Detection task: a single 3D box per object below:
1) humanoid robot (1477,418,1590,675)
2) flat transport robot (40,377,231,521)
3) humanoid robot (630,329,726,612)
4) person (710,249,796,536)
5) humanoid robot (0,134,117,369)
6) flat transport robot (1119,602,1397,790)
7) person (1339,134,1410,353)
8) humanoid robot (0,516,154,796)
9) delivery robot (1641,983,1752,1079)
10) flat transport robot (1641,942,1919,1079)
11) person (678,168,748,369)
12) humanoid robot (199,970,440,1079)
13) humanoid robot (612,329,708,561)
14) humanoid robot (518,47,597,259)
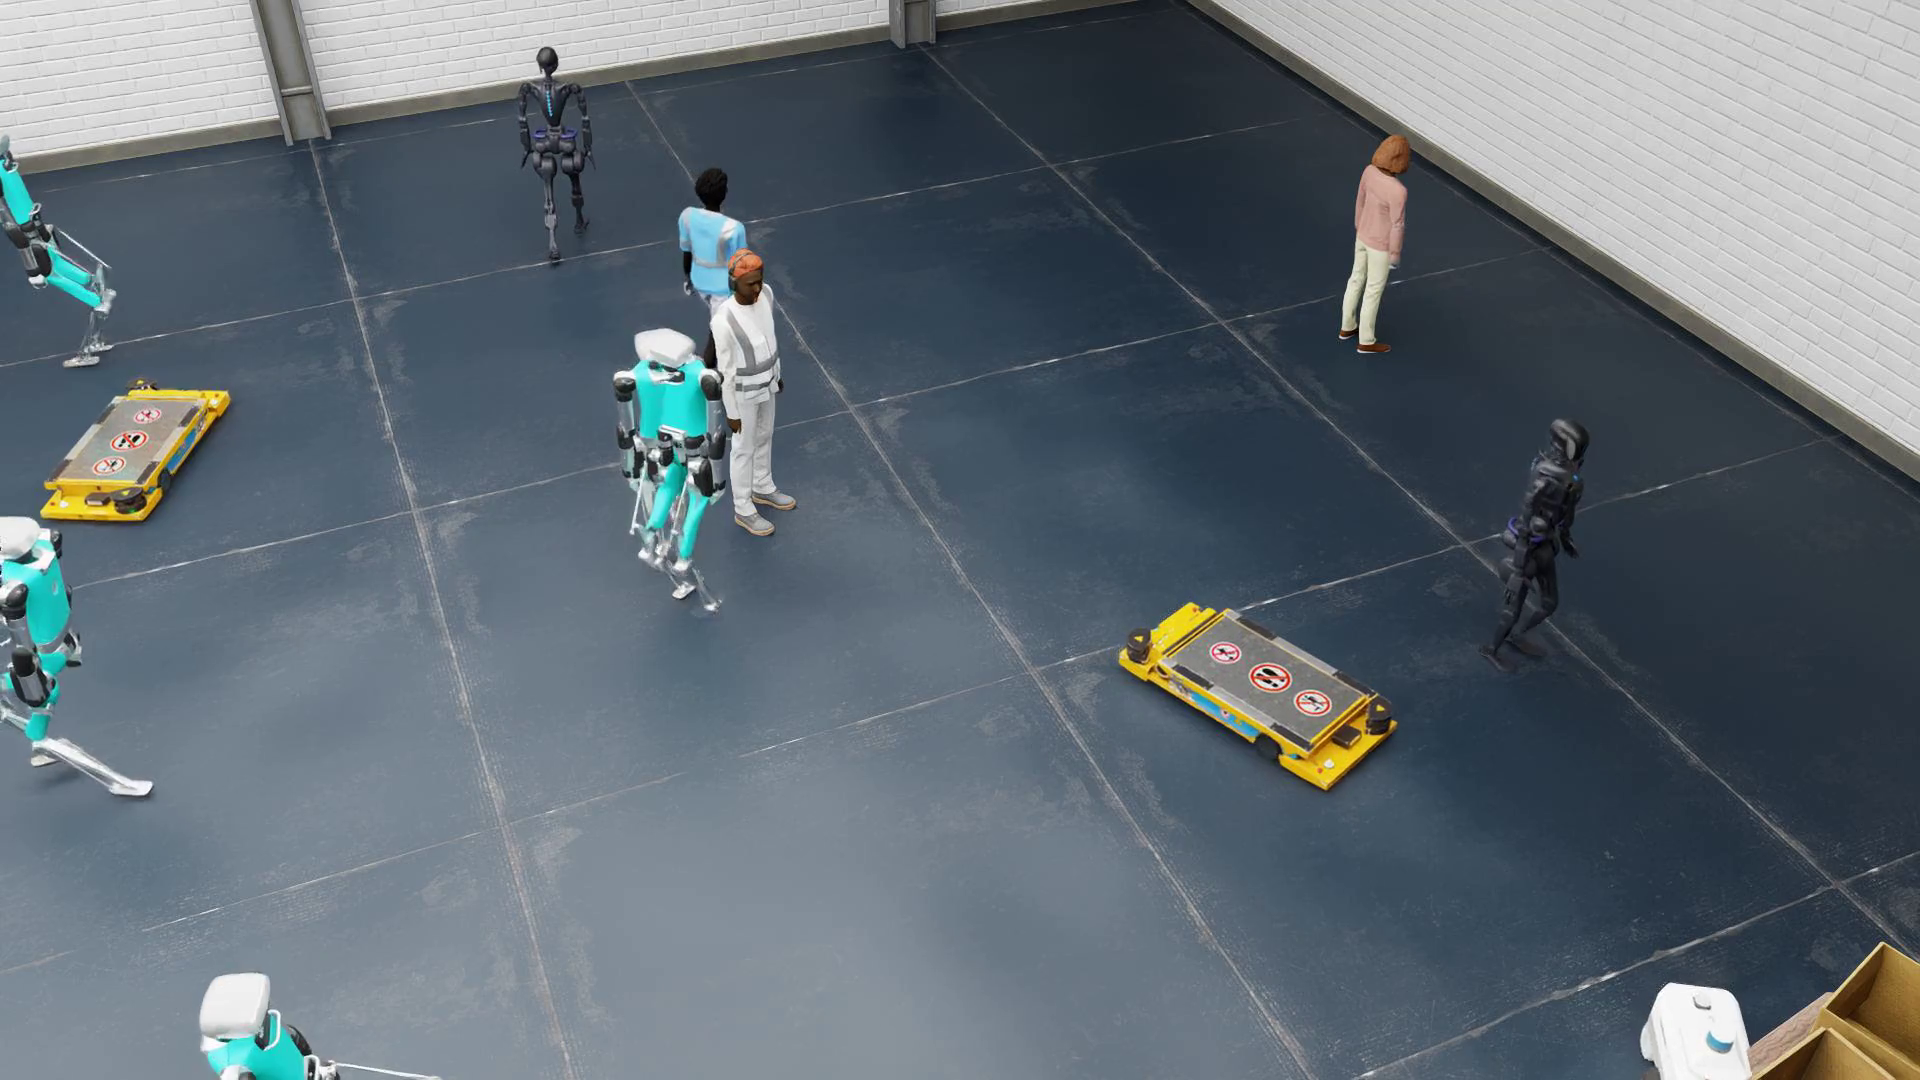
[{"bbox_3d":[3.149,0.050,9.051,0.330,1.649,0.599,31,47,34],"label":"humanoid robot"},{"bbox_3d":[-5.474,-0.616,11.075,0.659,0.231,1.431,2,38,2],"label":"flat transport robot"},{"bbox_3d":[-1.641,-0.287,9.460,0.531,1.819,0.645,16,40,19],"label":"humanoid robot"},{"bbox_3d":[-1.262,-0.910,10.133,0.340,1.881,0.582,15,40,19],"label":"person"},{"bbox_3d":[-6.298,-2.026,11.688,0.708,1.760,0.537,-10,39,-12],"label":"humanoid robot"},{"bbox_3d":[1.637,0.809,9.220,1.431,0.231,0.659,31,47,34],"label":"flat transport robot"},{"bbox_3d":[2.990,-2.124,11.915,0.286,1.633,0.499,-13,39,-16],"label":"person"},{"bbox_3d":[-4.695,0.639,8.258,0.901,1.781,0.539,-1,38,-1],"label":"humanoid robot"},{"bbox_3d":[3.164,2.272,7.065,0.499,0.575,0.759,5,38,7],"label":"delivery robot"},{"bbox_3d":[3.523,2.652,6.822,0.659,0.231,1.431,-21,42,-25],"label":"flat transport robot"},{"bbox_3d":[-1.645,-1.773,11.441,0.540,1.649,0.891,22,43,26],"label":"person"},{"bbox_3d":[-2.270,2.177,6.216,0.970,1.722,0.552,-9,38,-11],"label":"humanoid robot"},{"bbox_3d":[-1.777,-0.535,9.808,0.546,1.818,0.791,-15,40,-18],"label":"humanoid robot"},{"bbox_3d":[-3.208,-3.067,13.165,0.601,1.640,0.823,-2,38,-3],"label":"humanoid robot"}]
